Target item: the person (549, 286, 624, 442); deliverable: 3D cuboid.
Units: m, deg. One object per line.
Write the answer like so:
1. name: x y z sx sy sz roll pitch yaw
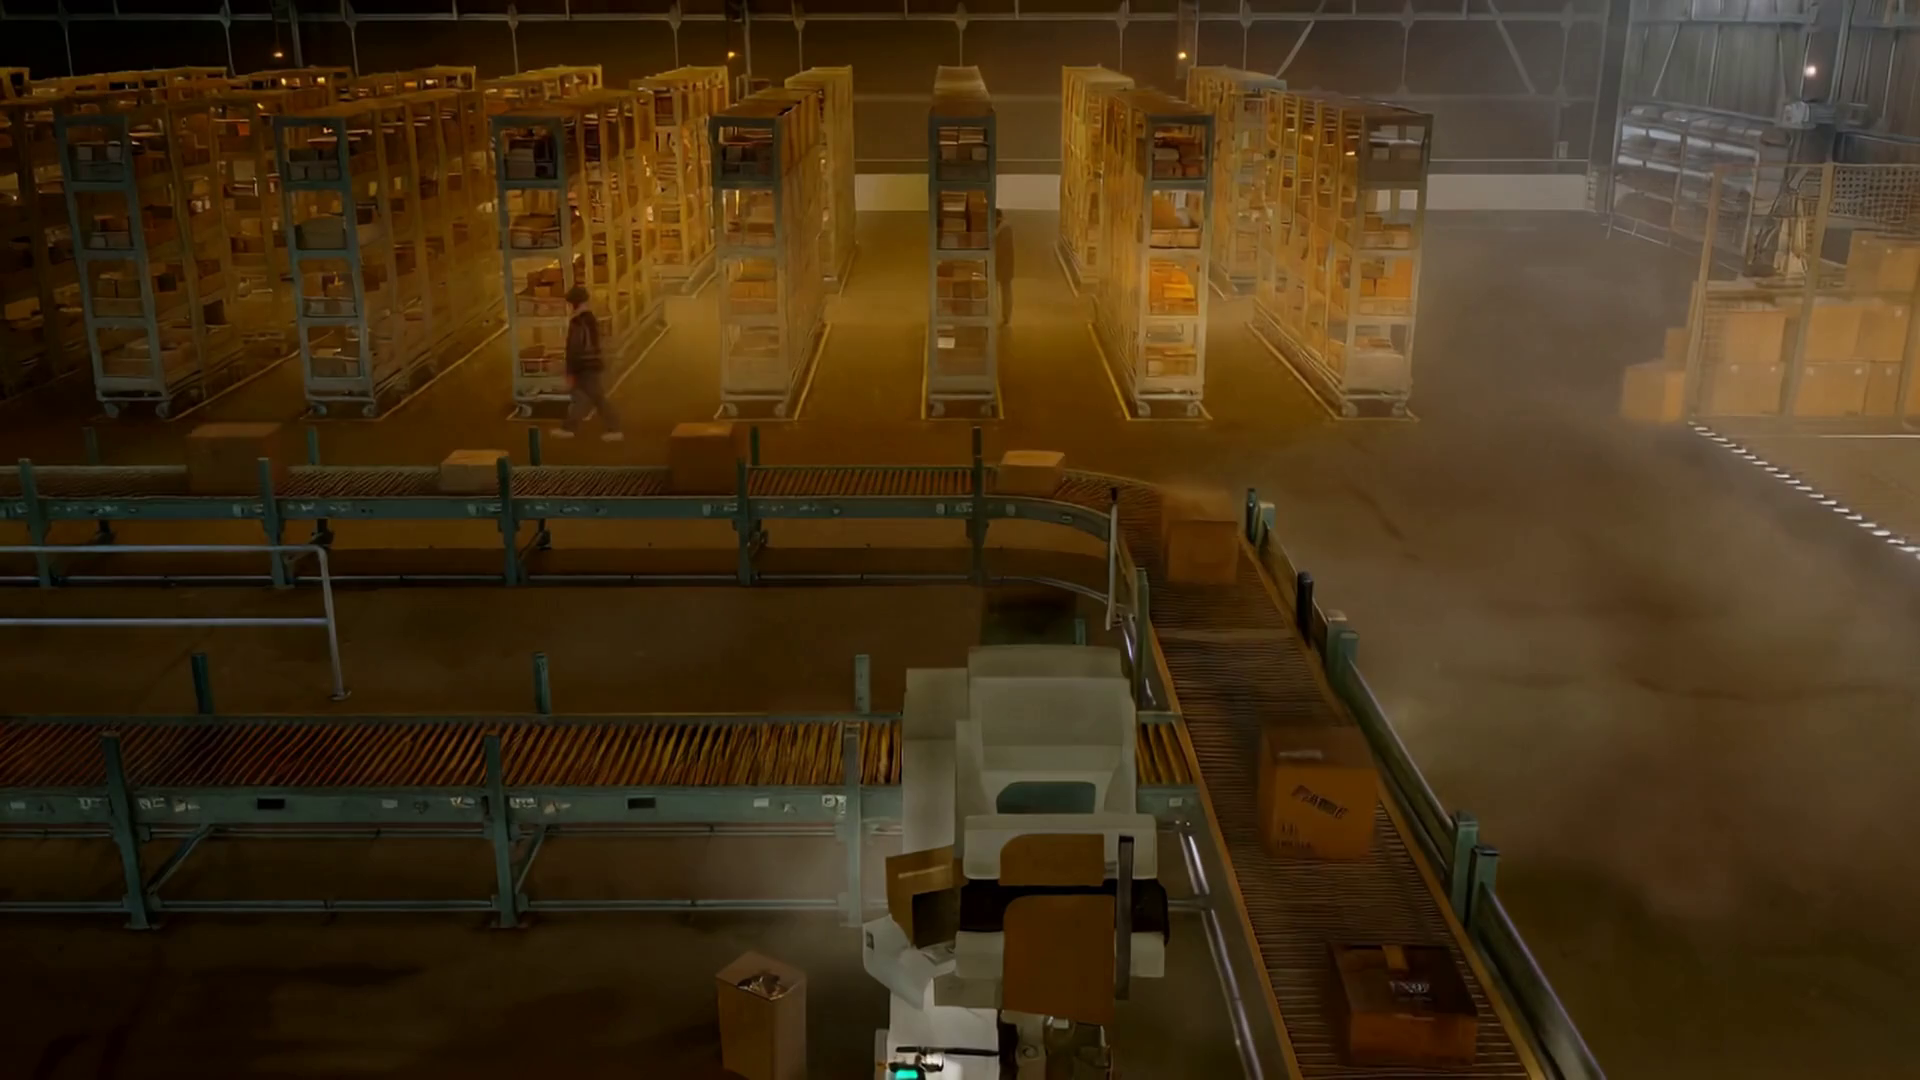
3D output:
1. person: -4.258 -1.984 18.862 0.921 1.789 0.609 2 18 6

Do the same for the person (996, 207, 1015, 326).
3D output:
1. person: 0.600 -4.243 25.748 0.573 1.831 0.398 11 21 31
